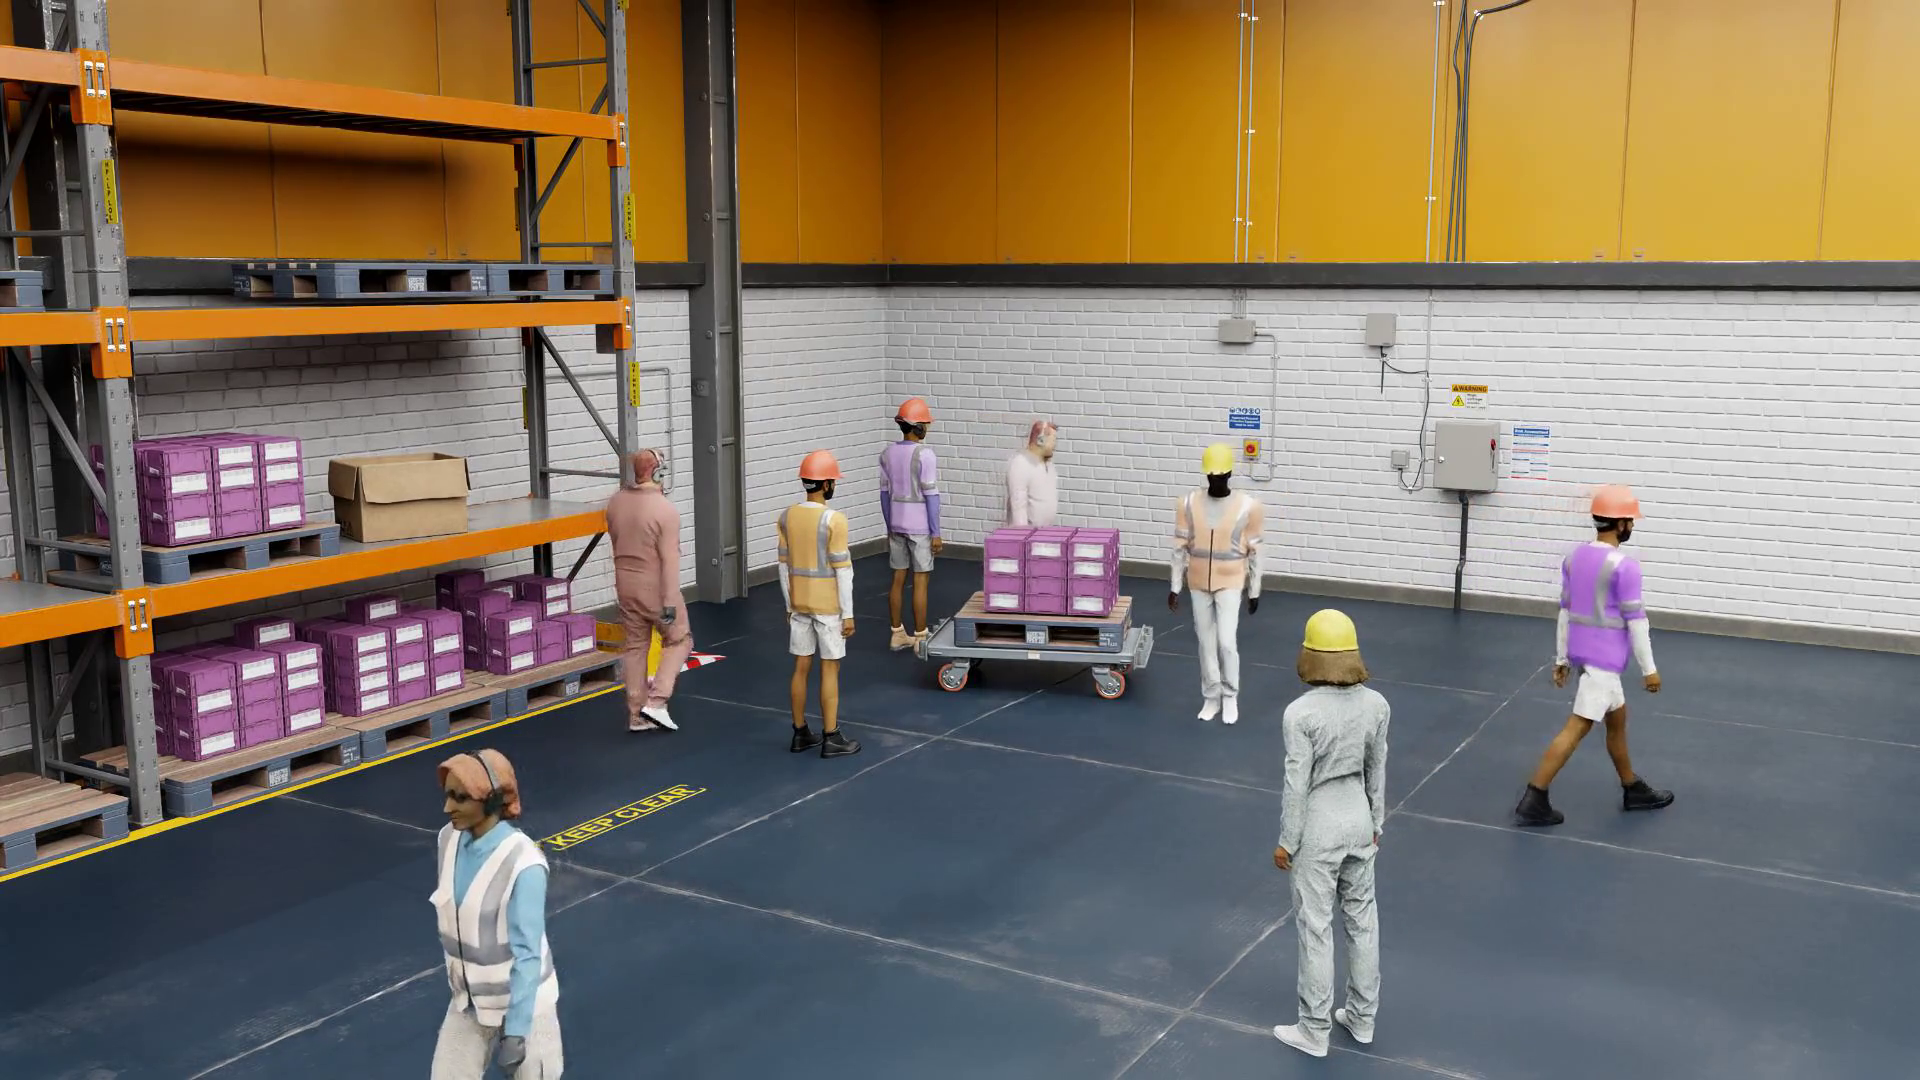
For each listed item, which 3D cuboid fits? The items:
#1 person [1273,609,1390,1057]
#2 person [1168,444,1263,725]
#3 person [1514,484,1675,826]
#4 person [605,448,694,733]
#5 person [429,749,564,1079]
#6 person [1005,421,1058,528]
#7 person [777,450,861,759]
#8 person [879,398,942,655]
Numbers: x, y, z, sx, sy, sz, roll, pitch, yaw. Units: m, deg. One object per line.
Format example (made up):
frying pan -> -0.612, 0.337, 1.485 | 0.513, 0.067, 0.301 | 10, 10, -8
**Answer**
person -> 1.434, 1.131, 6.495 | 0.492, 1.740, 0.325 | -4, 10, -26
person -> 1.711, 0.300, 11.187 | 0.594, 1.905, 0.516 | 4, 10, 25
person -> 3.518, 0.633, 9.181 | 1.037, 1.890, 0.545 | -2, 9, -10
person -> -2.029, 0.341, 10.953 | 0.643, 1.893, 0.424 | 6, 11, 32
person -> -1.479, 1.433, 4.992 | 0.545, 1.602, 0.782 | 7, 12, 39
person -> 0.620, -0.039, 13.480 | 1.027, 1.833, 0.676 | 7, 11, 37
person -> -0.877, 0.400, 10.444 | 0.552, 1.937, 0.356 | 6, 11, 35
person -> -0.369, -0.108, 13.282 | 0.605, 2.045, 0.378 | 9, 13, 43
